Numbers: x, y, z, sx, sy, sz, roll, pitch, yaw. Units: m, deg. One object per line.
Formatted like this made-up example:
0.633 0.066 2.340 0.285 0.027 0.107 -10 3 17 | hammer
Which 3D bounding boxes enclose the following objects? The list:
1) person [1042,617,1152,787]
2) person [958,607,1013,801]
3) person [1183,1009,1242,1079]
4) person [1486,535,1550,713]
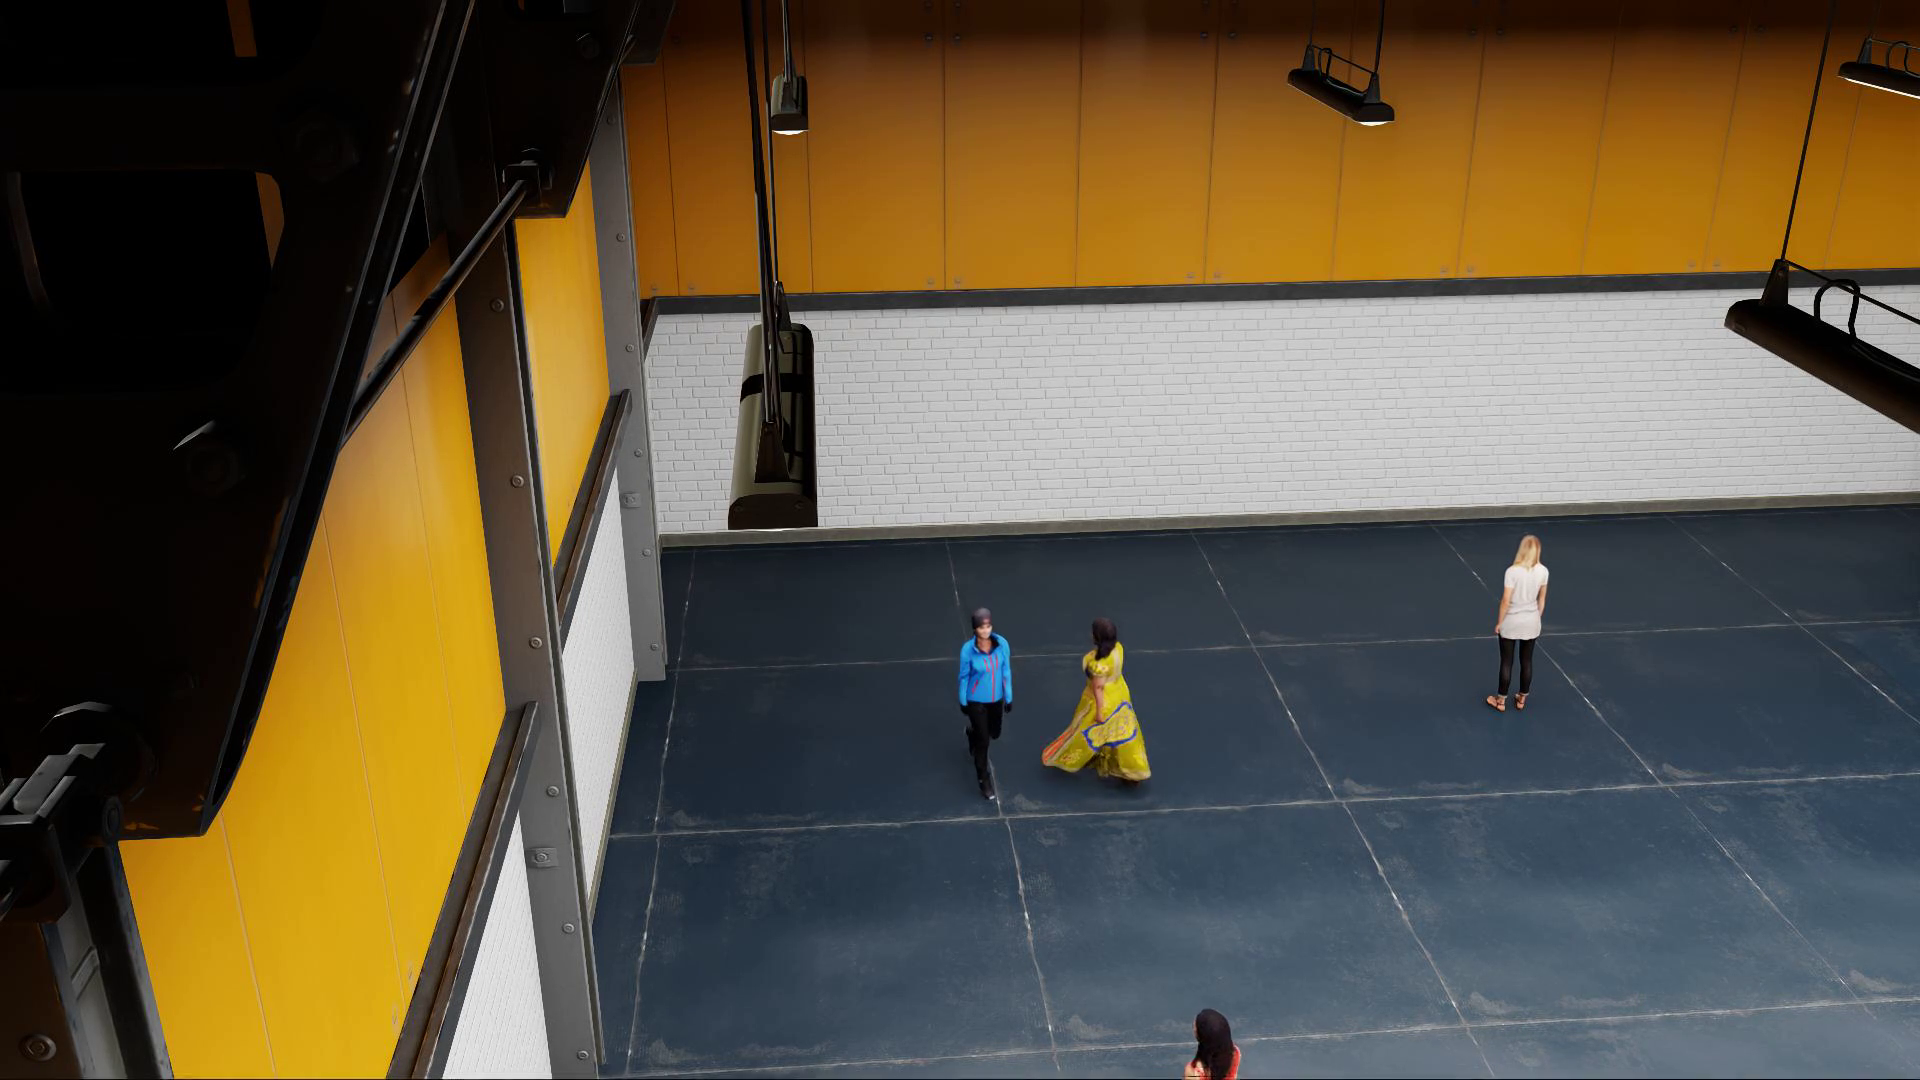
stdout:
1.359 1.474 14.685 1.261 1.598 1.294 14 27 30 | person
0.191 1.380 14.680 0.805 1.773 1.091 -9 25 -19 | person
1.540 3.548 9.836 0.887 1.681 1.190 -12 26 -26 | person
5.373 0.798 15.945 0.585 1.827 0.513 -2 24 -5 | person
